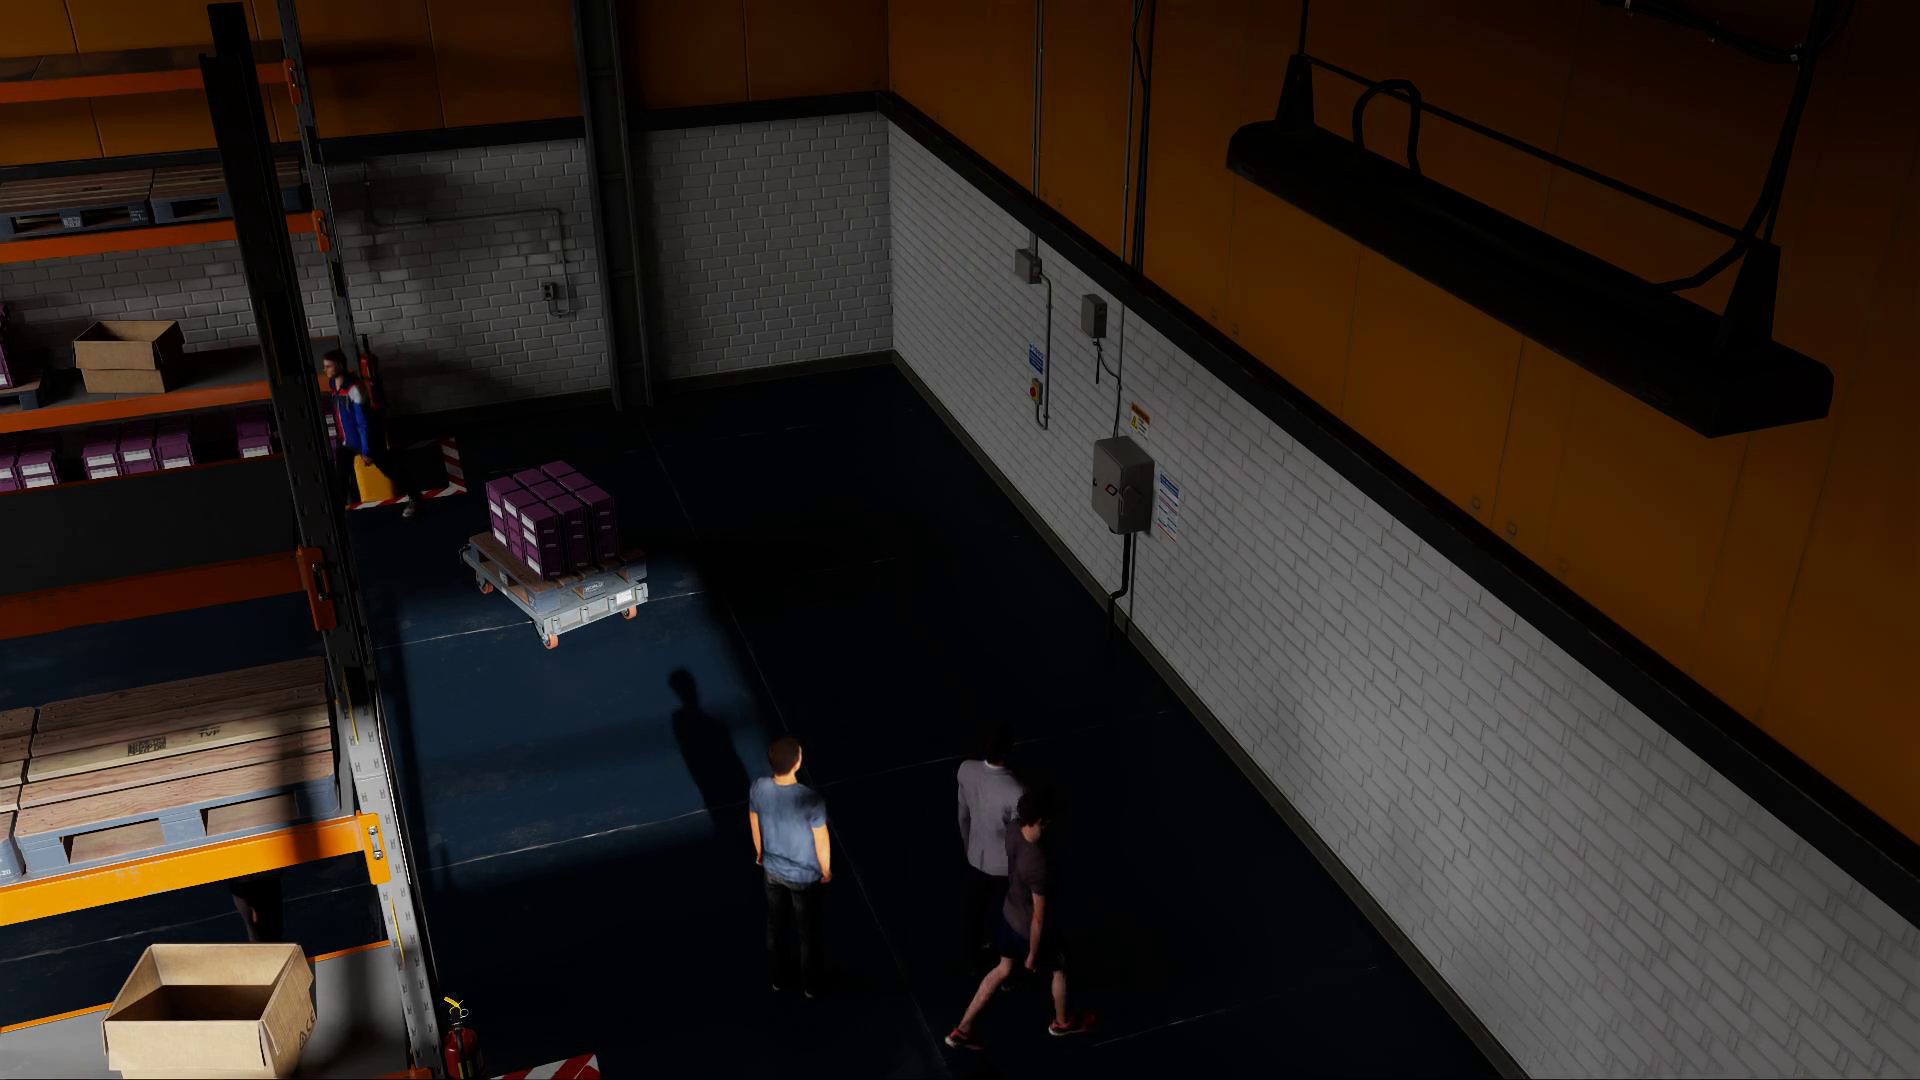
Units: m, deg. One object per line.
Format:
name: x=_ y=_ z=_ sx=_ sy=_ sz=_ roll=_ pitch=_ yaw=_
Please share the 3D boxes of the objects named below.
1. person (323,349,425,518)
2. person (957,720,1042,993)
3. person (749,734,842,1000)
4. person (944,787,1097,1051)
person: x=-5.339 y=-0.908 z=15.037 sx=1.108 sy=1.687 sz=1.344 roll=20 pitch=34 yaw=32
person: x=0.213 y=1.854 z=9.801 sx=0.767 sy=1.853 sz=0.773 roll=21 pitch=35 yaw=33
person: x=-0.989 y=1.912 z=9.739 sx=0.721 sy=1.810 sz=0.782 roll=12 pitch=31 yaw=21
person: x=0.295 y=2.159 z=9.282 sx=1.185 sy=1.814 sz=0.714 roll=-14 pitch=31 yaw=-23
